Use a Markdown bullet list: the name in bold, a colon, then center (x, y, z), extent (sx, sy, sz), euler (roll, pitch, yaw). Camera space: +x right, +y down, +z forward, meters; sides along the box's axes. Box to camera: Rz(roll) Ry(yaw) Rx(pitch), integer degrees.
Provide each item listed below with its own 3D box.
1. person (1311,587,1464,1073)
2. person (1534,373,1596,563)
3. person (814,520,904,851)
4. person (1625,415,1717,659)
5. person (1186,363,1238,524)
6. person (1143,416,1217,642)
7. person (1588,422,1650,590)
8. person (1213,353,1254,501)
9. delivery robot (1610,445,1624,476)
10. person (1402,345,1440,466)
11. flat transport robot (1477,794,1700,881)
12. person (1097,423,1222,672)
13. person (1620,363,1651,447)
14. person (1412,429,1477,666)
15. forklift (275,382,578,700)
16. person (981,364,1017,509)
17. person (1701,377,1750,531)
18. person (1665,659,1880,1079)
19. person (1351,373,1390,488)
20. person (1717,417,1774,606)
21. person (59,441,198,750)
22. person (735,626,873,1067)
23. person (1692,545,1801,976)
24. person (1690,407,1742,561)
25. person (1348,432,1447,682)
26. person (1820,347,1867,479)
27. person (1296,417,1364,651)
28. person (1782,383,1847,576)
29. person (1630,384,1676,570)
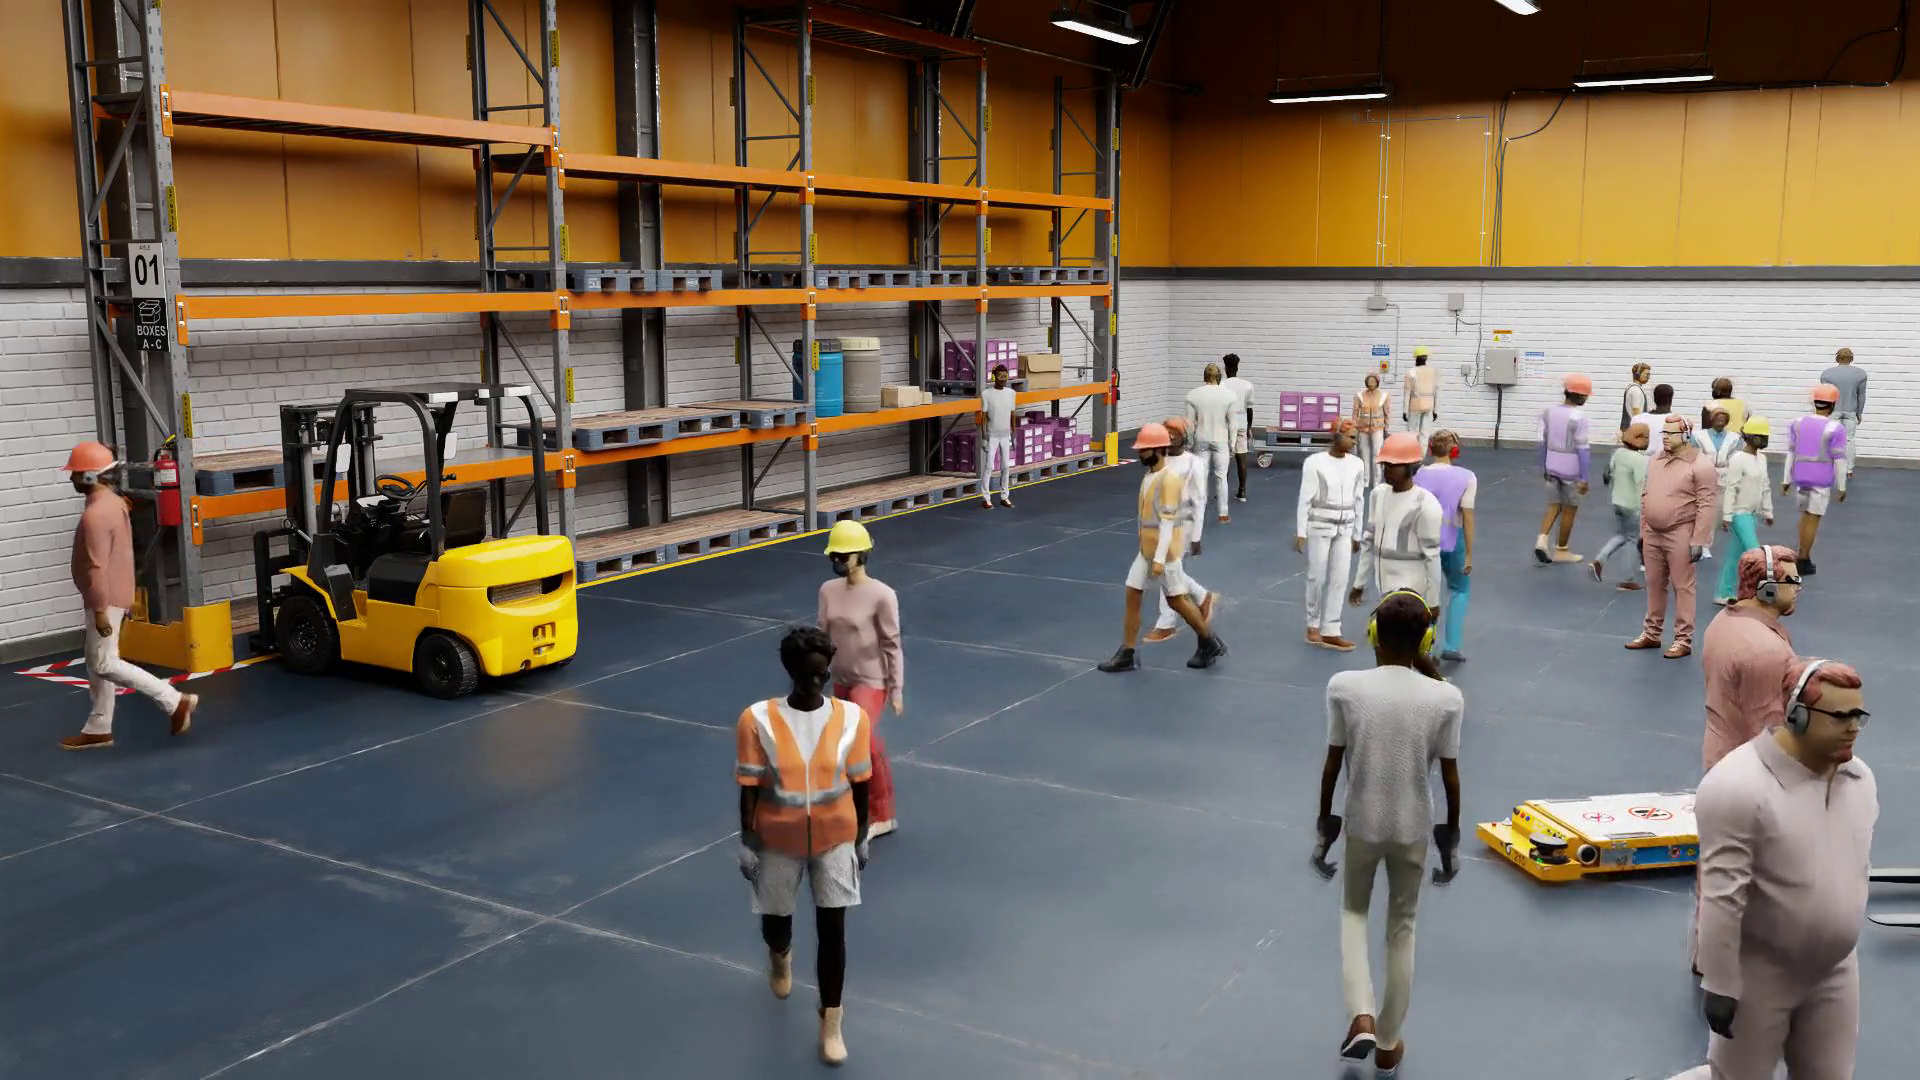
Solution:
- **person**: center (1.604, 1.093, 6.238), extent (0.546, 1.852, 0.415), euler (3, 9, 16)
- **person**: center (6.176, -0.716, 17.077), extent (0.635, 2.004, 0.672), euler (-5, 10, -26)
- **person**: center (-0.604, 0.767, 8.601), extent (0.542, 1.734, 0.728), euler (8, 12, 43)
- **person**: center (5.589, -0.032, 13.097), extent (0.408, 1.908, 0.645), euler (-4, 10, -26)
- **person**: center (3.024, -1.158, 20.031), extent (0.628, 1.936, 0.377), euler (2, 9, 15)
- **person**: center (1.831, -0.105, 13.736), extent (0.769, 1.864, 0.578), euler (-6, 11, -35)
- **person**: center (6.288, -0.314, 15.755), extent (0.453, 1.612, 0.517), euler (-2, 9, -11)
- **person**: center (3.574, -1.479, 21.944), extent (0.614, 1.962, 0.365), euler (-2, 9, -15)
- **delivery robot**: center (9.528, -1.121, 23.805), extent (0.477, 0.478, 0.707), euler (5, 10, 28)
- **person**: center (7.059, -2.026, 25.524), extent (0.614, 1.902, 0.462), euler (-1, 9, -9)
- **flat transport robot**: center (3.485, 1.507, 8.574), extent (1.431, 0.197, 0.652), euler (-2, 9, -11)
- **person**: center (1.551, 0.063, 12.550), extent (0.953, 1.901, 0.552), euler (-3, 10, -19)
- **person**: center (8.889, -1.413, 21.920), extent (0.345, 1.841, 0.506), euler (2, 9, 12)
- **person**: center (3.692, 0.065, 12.703), extent (0.577, 1.825, 0.626), euler (7, 12, 38)
- **forklift**: center (-3.974, -0.067, 12.417), extent (2.313, 2.155, 1.214), euler (5, 11, 30)
- **person**: center (0.495, -1.322, 21.312), extent (0.505, 1.860, 0.320), euler (-4, 10, -25)
- **person**: center (8.956, -1.016, 19.605), extent (0.637, 1.796, 0.954), euler (-2, 9, -10)
- **person**: center (2.469, 1.260, 5.104), extent (0.653, 1.881, 0.723), euler (-3, 10, -17)
- **person**: center (5.719, -1.507, 23.205), extent (0.513, 1.614, 0.698), euler (3, 10, 17)
- **person**: center (7.060, -0.215, 14.752), extent (0.549, 1.742, 0.700), euler (-7, 12, -38)
- **person**: center (-5.294, 0.357, 10.470), extent (0.783, 1.973, 0.621), euler (-2, 9, -14)
- **person**: center (-0.603, 1.140, 6.467), extent (0.543, 1.681, 0.588), euler (-2, 9, -11)
- **person**: center (3.282, 0.965, 6.874), extent (0.410, 1.909, 0.642), euler (1, 9, 8)
- **person**: center (7.888, -0.575, 17.381), extent (0.541, 1.608, 0.733), euler (2, 9, 12)
- **person**: center (2.934, 0.282, 10.857), extent (0.988, 2.009, 0.611), euler (-3, 10, -19)
- **person**: center (12.909, -1.854, 24.379), extent (0.628, 1.937, 0.378), euler (2, 9, 14)
- **person**: center (2.951, -0.054, 13.370), extent (0.690, 1.858, 0.594), euler (-3, 10, -19)
- **person**: center (8.574, -0.599, 16.582), extent (0.623, 1.917, 0.586), euler (-5, 10, -29)
- **person**: center (7.171, -0.652, 17.028), extent (0.589, 1.884, 0.830), euler (7, 12, 38)
